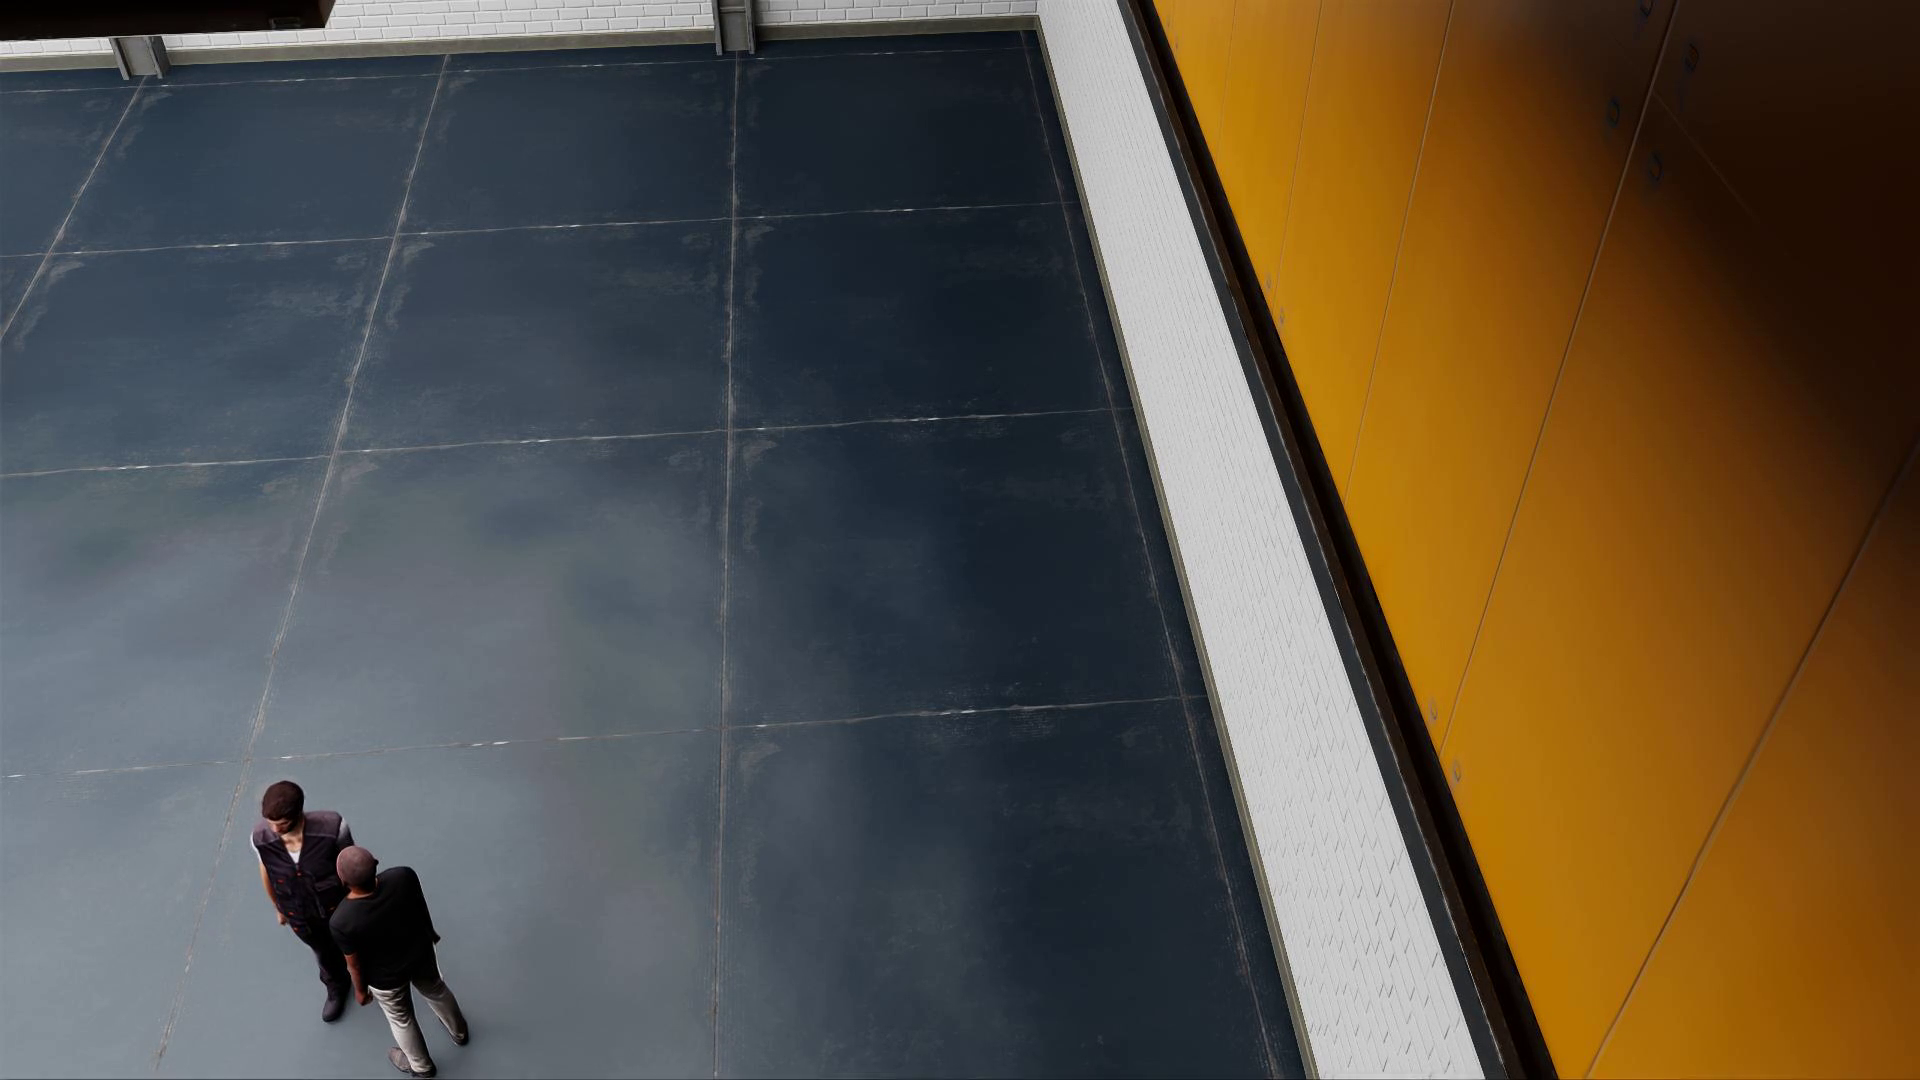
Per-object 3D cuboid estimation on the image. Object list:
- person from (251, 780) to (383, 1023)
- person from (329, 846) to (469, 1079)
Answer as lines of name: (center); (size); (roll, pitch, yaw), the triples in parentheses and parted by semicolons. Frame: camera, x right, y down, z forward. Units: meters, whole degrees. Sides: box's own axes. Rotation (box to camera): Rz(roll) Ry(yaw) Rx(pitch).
person: (-3.330, 1.858, 8.694); (0.522, 1.848, 0.724); (-6, 44, -7)
person: (-2.852, 2.134, 8.435); (0.807, 1.805, 0.762); (27, 50, 25)
